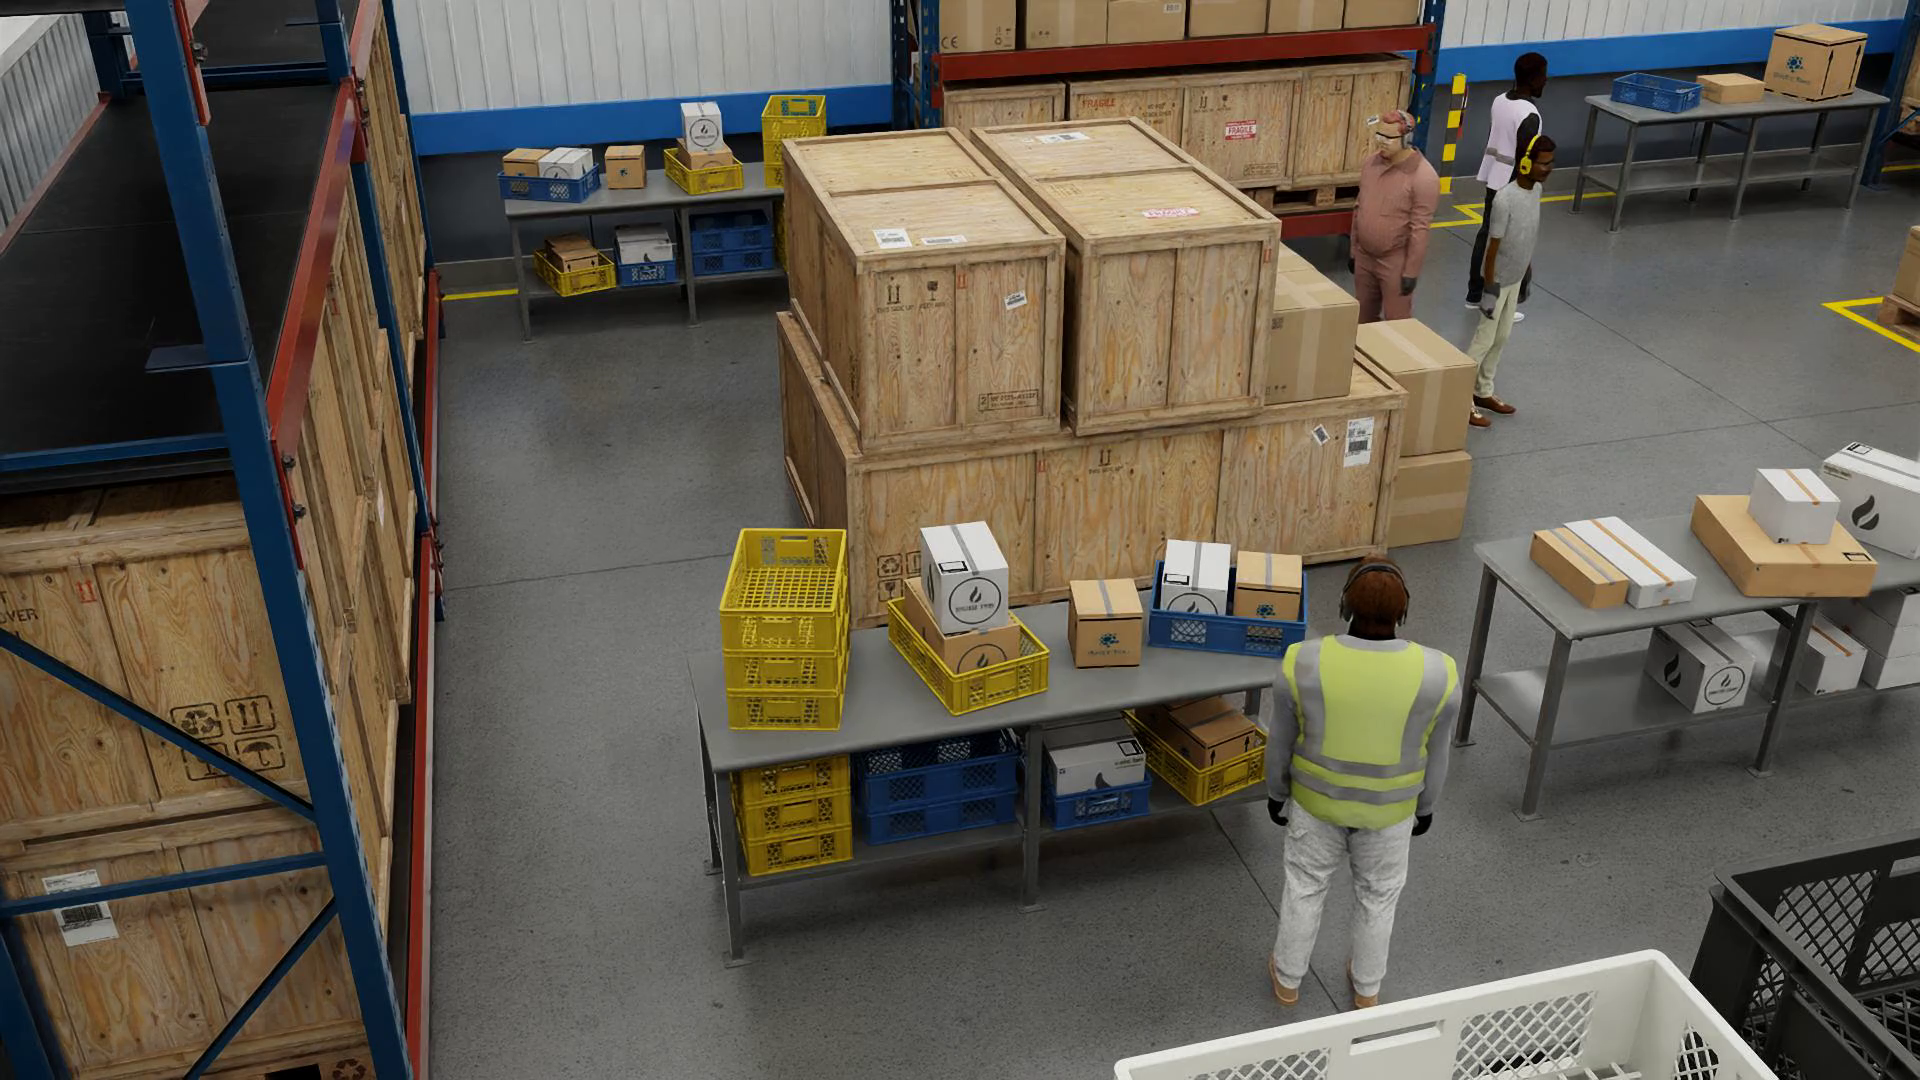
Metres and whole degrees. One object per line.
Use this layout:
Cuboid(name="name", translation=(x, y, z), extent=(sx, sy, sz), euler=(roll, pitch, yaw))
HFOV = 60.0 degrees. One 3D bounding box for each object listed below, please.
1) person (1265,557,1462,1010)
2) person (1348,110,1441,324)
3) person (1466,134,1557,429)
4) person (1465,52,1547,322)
Cuboid(name="person", translation=(1.380, 0.891, 5.870), extent=(0.619, 1.835, 0.430), euler=(6, 29, 11))
Cuboid(name="person", translation=(2.729, -1.821, 10.728), extent=(0.397, 1.898, 0.635), euler=(-17, 33, -27))
Cuboid(name="person", translation=(3.406, -1.610, 10.378), extent=(0.507, 1.862, 0.332), euler=(-26, 38, -38))
Cuboid(name="person", translation=(3.950, -2.546, 12.014), extent=(0.392, 1.920, 0.589), euler=(-4, 29, -8))
